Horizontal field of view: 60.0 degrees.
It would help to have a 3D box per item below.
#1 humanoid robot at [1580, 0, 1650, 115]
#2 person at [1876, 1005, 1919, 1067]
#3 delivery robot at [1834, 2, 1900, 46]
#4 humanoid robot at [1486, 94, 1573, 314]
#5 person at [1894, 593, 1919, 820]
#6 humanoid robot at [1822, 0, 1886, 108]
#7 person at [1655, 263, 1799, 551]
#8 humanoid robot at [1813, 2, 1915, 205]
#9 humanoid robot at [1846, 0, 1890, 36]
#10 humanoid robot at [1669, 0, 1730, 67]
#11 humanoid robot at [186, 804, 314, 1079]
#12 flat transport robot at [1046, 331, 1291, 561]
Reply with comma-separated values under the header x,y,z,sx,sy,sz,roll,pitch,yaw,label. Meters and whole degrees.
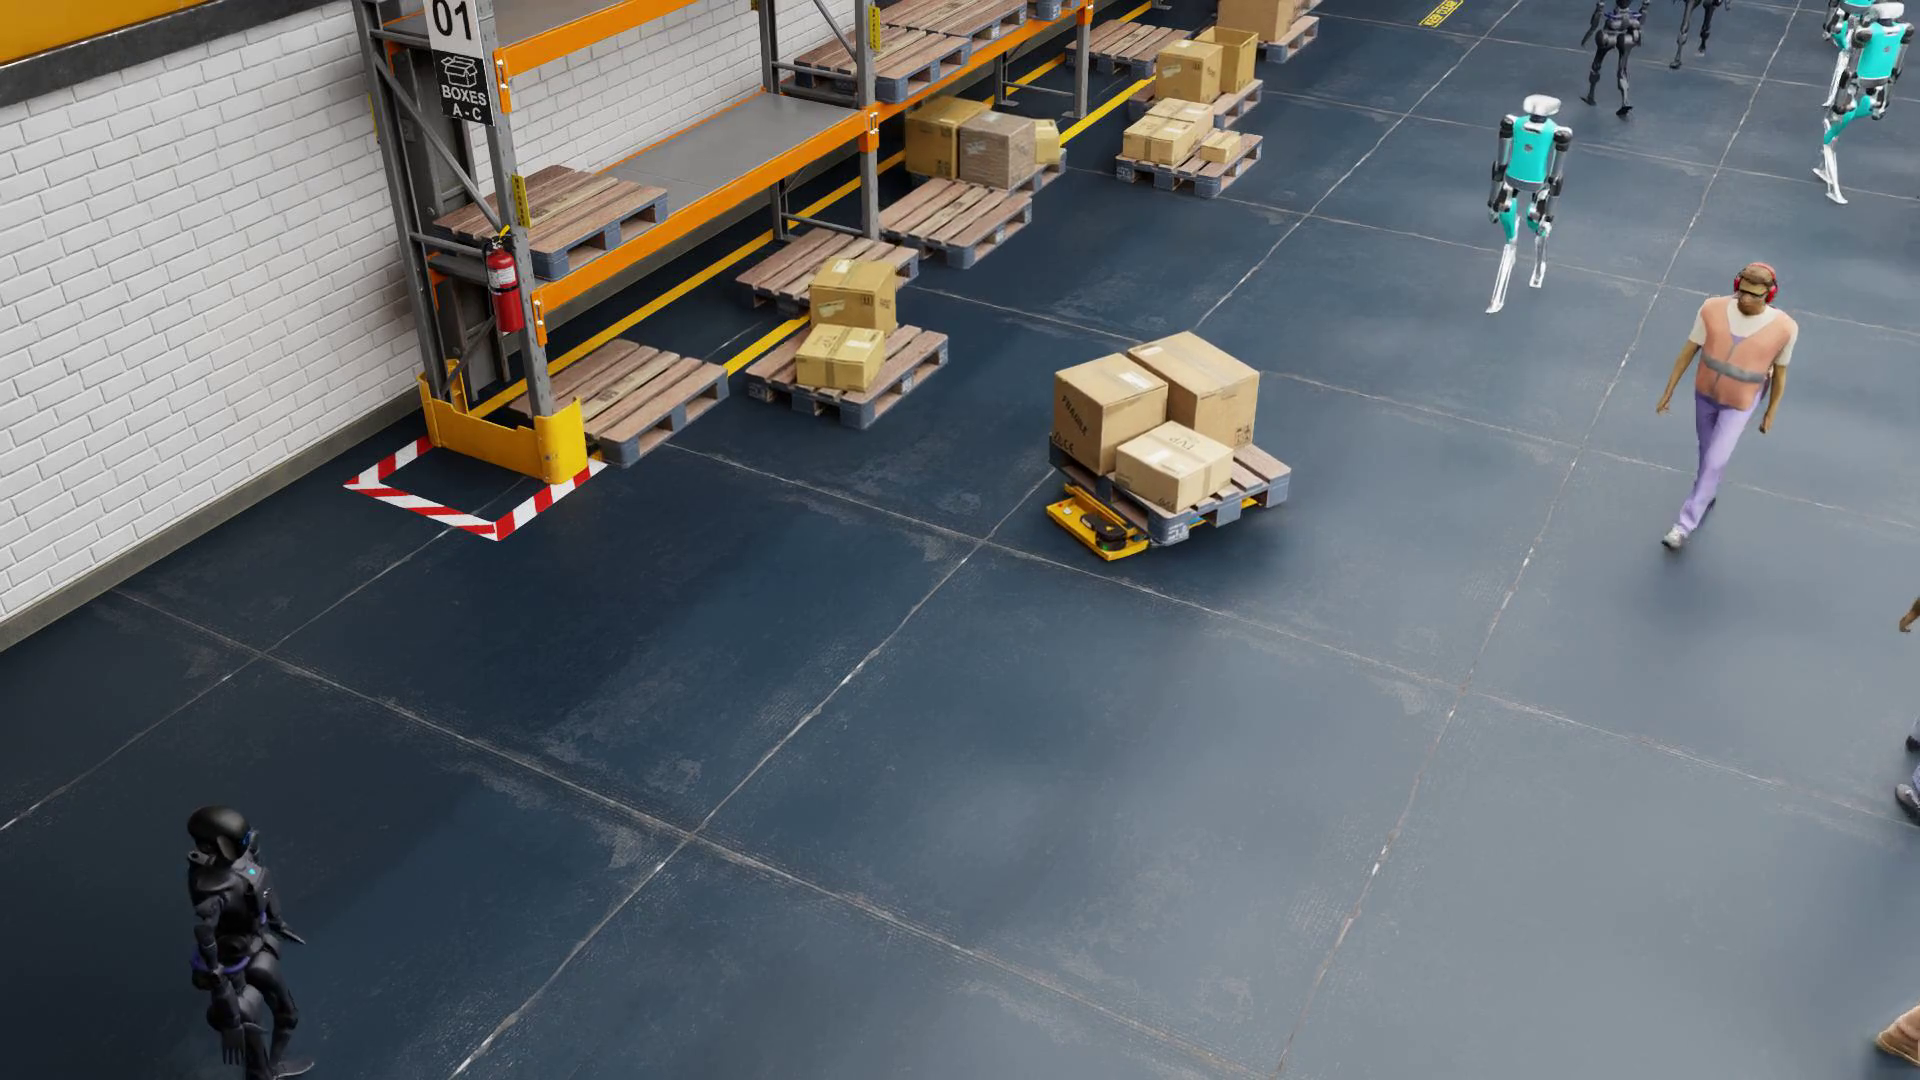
x,y,z,sx,sy,sz,roll,pitch,yaw,label
6.589,-5.094,16.610,0.600,1.642,0.722,-4,34,-6,humanoid robot
4.299,1.552,6.501,0.930,1.696,0.500,15,36,21,person
10.235,-5.857,18.765,0.783,0.611,0.505,-21,39,-28,delivery robot
4.439,-2.648,12.839,0.553,1.775,0.961,21,39,29,humanoid robot
4.941,0.480,8.050,0.650,1.783,0.937,15,36,21,person
8.943,-5.084,16.575,0.744,1.857,0.539,-26,42,-34,humanoid robot
4.528,-0.816,9.988,0.958,1.790,0.597,-27,42,-35,person
7.892,-3.949,14.812,0.565,1.787,0.894,-5,34,-7,humanoid robot
10.004,-6.054,18.053,0.547,1.862,0.761,-21,39,-28,humanoid robot
8.047,-5.947,17.934,0.612,1.639,0.816,22,40,30,humanoid robot
-2.745,1.642,6.390,0.378,1.636,0.616,-1,33,-1,humanoid robot
1.318,-0.289,10.585,1.431,0.231,0.659,-20,38,-27,flat transport robot
